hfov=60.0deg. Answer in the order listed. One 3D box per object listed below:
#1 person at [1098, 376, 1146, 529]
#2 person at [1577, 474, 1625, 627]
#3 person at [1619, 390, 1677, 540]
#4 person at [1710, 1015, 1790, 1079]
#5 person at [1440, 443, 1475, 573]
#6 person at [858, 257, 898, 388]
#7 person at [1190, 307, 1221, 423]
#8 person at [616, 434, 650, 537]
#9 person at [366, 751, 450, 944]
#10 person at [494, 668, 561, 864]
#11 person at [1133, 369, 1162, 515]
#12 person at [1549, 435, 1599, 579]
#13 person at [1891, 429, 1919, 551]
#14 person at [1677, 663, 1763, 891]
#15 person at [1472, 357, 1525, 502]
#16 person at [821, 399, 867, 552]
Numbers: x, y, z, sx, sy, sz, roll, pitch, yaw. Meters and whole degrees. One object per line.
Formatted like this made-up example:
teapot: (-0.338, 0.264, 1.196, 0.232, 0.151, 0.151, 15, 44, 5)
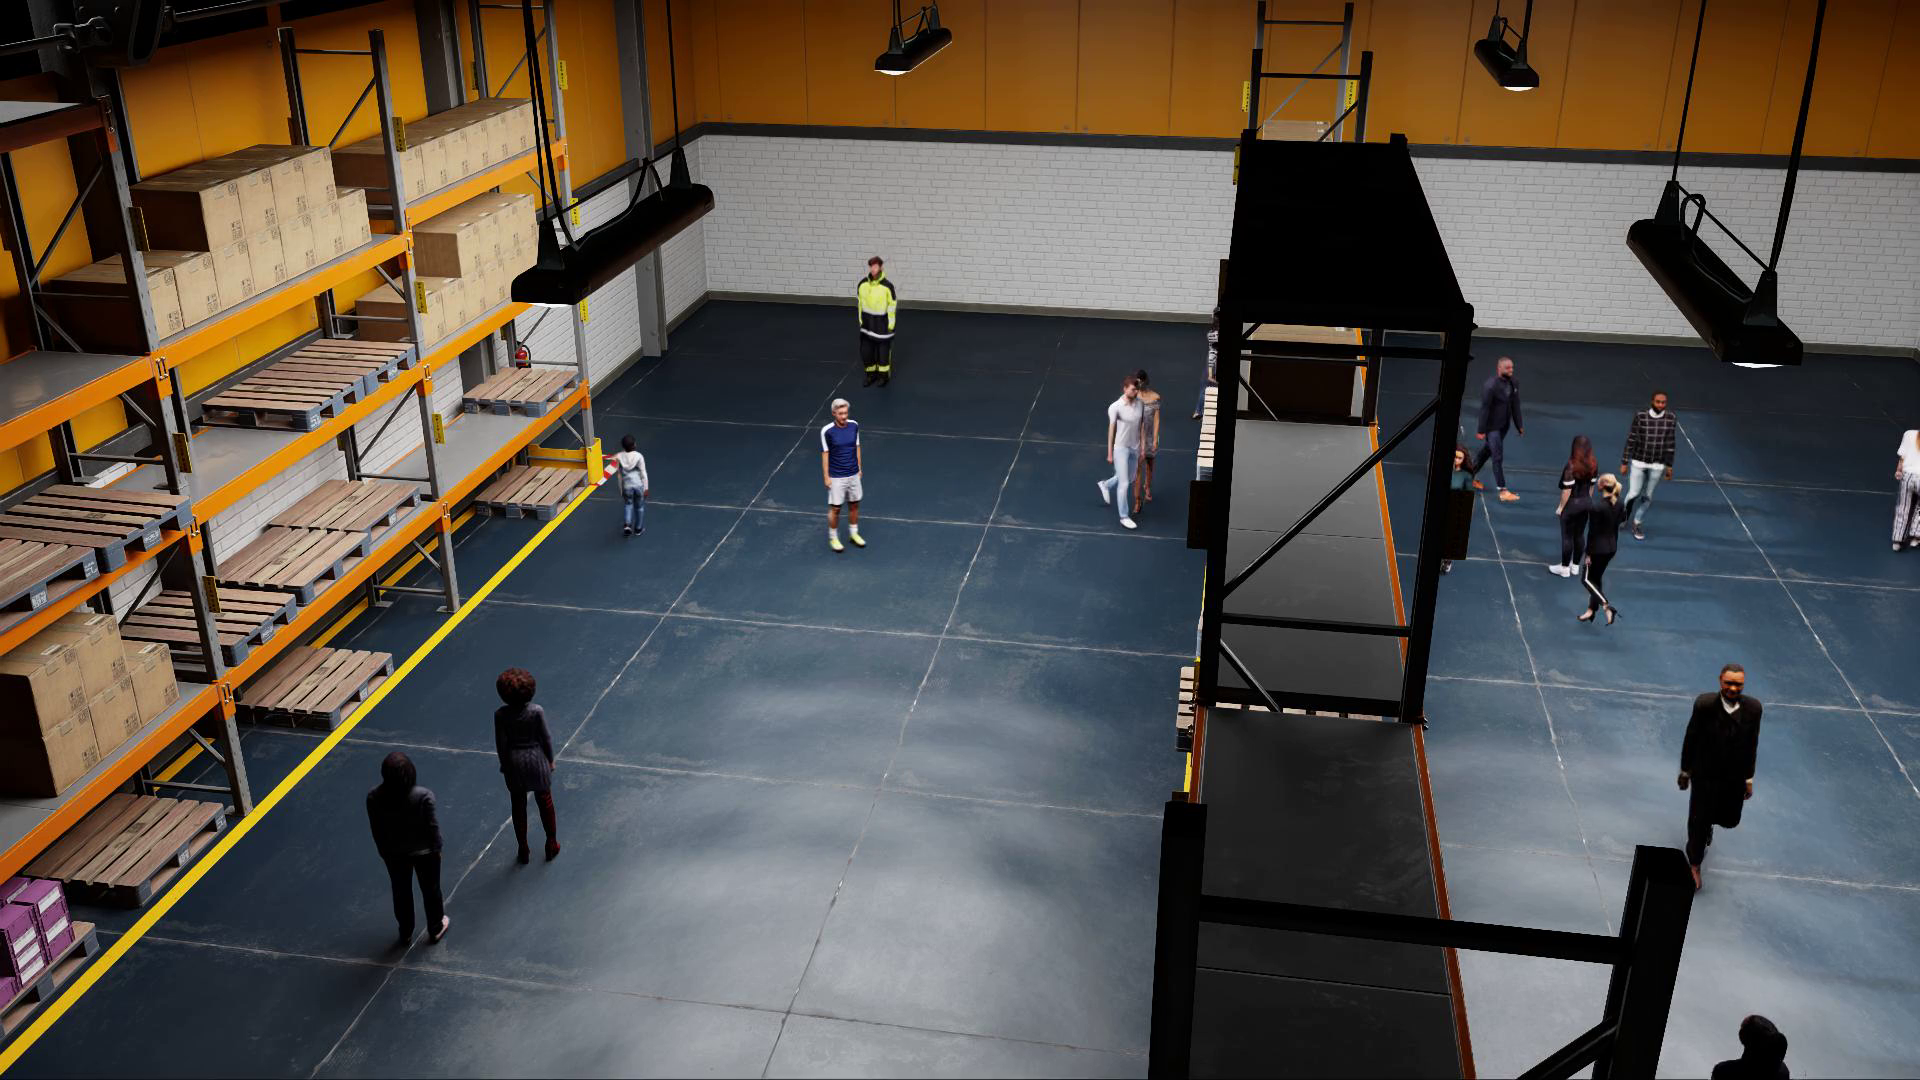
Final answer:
person: (1.906, -1.095, 19.793, 1.089, 1.828, 1.163, -15, 28, -30)
person: (6.650, 0.164, 17.088, 0.860, 1.689, 0.942, -11, 26, -24)
person: (8.027, -0.931, 19.451, 0.716, 1.802, 0.726, 4, 24, 8)
person: (4.449, 3.489, 9.444, 0.716, 1.718, 0.866, -1, 24, -3)
person: (5.414, -0.313, 18.328, 0.827, 1.569, 1.165, 12, 27, 26)
person: (-1.180, -3.234, 24.516, 0.843, 1.965, 0.794, 8, 25, 19)
person: (3.561, -2.238, 22.526, 1.065, 1.733, 1.202, -12, 26, -26)
person: (-3.836, -0.621, 19.430, 0.493, 1.250, 0.591, 2, 24, 5)
person: (-4.091, 2.278, 12.369, 0.712, 1.594, 0.710, 0, 24, -1)
person: (-3.468, 1.803, 13.310, 0.646, 1.711, 0.616, -3, 24, -7)
person: (2.258, -1.246, 20.205, 0.636, 1.775, 1.029, 0, 24, -1)
person: (6.808, -0.381, 18.396, 0.713, 1.639, 0.746, -10, 25, -21)
person: (10.963, -0.661, 19.039, 0.917, 1.638, 0.860, -19, 30, -37)
person: (5.967, 1.798, 13.107, 0.761, 1.883, 1.053, 6, 24, 14)
person: (6.567, -1.408, 20.575, 1.179, 1.776, 1.241, -15, 28, -31)
person: (-1.349, -0.774, 19.057, 0.720, 1.829, 0.771, -15, 28, -31)
